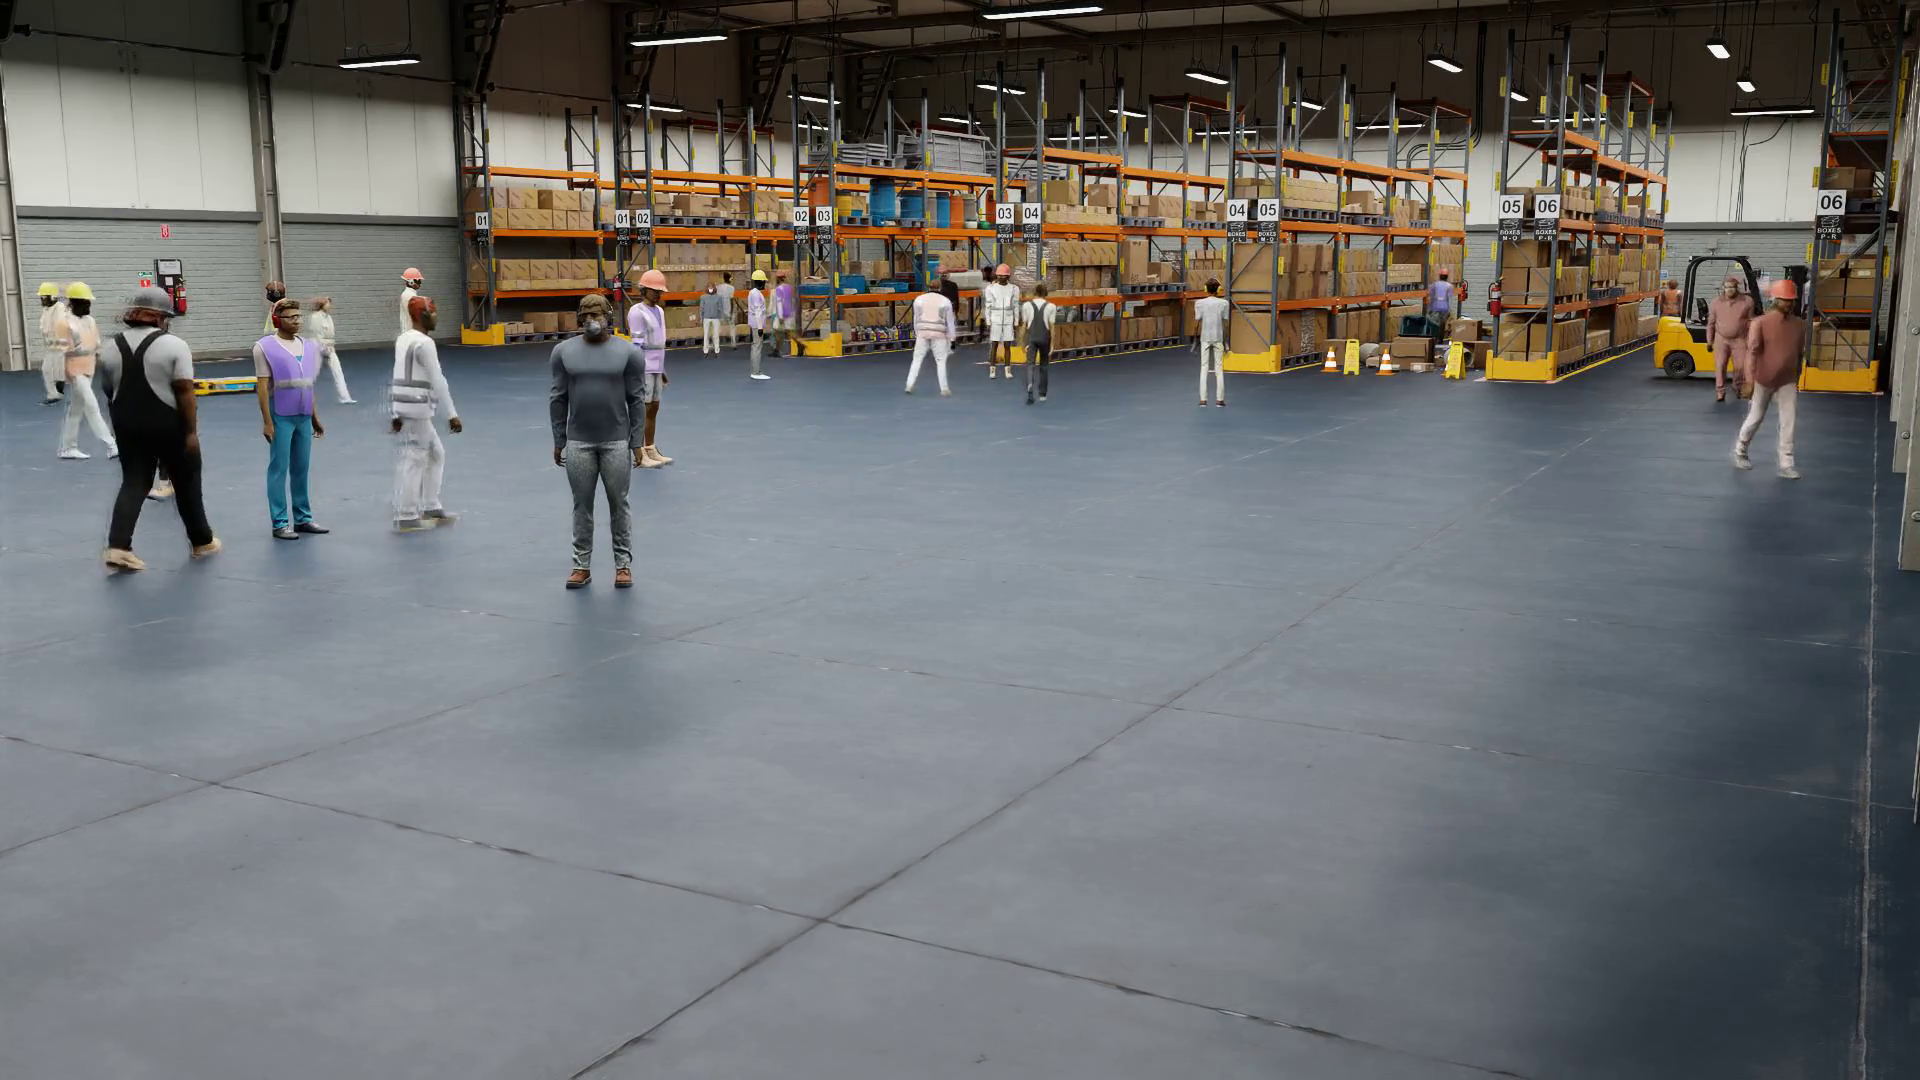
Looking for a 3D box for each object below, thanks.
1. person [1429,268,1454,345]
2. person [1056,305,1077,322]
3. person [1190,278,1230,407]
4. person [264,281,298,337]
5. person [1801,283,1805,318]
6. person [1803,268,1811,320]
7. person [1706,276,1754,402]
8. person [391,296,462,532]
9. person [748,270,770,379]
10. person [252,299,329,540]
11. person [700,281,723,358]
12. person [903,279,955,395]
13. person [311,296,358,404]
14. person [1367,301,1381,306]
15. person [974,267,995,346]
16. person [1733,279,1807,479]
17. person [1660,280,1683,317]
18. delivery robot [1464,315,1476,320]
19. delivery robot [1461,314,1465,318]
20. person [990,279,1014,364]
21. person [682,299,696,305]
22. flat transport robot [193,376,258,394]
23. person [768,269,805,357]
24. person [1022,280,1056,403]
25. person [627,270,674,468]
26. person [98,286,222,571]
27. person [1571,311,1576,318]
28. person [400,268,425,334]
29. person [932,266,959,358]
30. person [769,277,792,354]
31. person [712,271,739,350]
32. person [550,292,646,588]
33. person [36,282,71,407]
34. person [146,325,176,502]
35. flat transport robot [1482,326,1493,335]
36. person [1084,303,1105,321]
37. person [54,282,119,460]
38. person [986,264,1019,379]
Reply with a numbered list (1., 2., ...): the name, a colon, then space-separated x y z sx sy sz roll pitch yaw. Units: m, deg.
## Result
1. person: 11.322 -5.460 39.192 0.550 1.910 0.689 4 10 21
2. person: 2.738 -5.702 41.066 0.953 1.761 0.608 -7 12 -34
3. person: 3.628 -2.859 24.096 0.592 1.864 0.355 1 10 6
4. person: -9.248 -2.600 22.680 0.429 1.836 0.628 -3 10 -16
5. person: 18.697 -5.162 37.454 0.400 1.907 0.645 -8 13 -40
6. person: 21.033 -5.875 41.678 0.776 1.891 0.622 -8 13 -39
7. person: 11.513 -2.998 24.879 0.669 1.875 0.502 5 11 26
8. person: -4.236 -1.002 13.246 0.696 1.858 0.610 -7 12 -35
9. person: -3.565 -3.809 29.471 0.366 1.926 0.593 -2 10 -14
10. person: -5.202 -0.939 12.899 0.389 1.848 0.563 4 10 22
11. person: -5.346 -4.738 35.766 0.497 1.636 0.286 -1 10 -7
12. person: -0.485 -3.154 25.995 0.825 1.816 0.537 2 10 10
13. person: -9.360 -2.775 24.384 0.861 1.596 0.513 2 10 11
14. person: 10.874 -6.013 43.244 0.513 1.623 0.558 6 11 32
15. person: 0.671 -5.687 40.497 0.627 1.909 0.987 5 11 28
16. person: 8.098 -1.624 16.616 0.634 1.956 0.996 -1 10 -4
17. person: 17.151 -5.467 40.112 0.527 1.598 0.826 5 11 28
18. delivery robot: 13.857 -5.916 45.547 0.707 0.478 0.477 -2 10 -11
19. delivery robot: 13.947 -6.015 46.128 0.477 0.478 0.707 -2 10 -10
20. person: 0.886 -4.458 33.525 0.733 1.837 0.561 6 11 32
21. person: -7.002 -6.004 43.219 0.528 1.617 0.514 -8 13 -40
22. flat transport robot: -11.614 -2.471 26.479 0.652 0.197 1.431 9 13 42
23. person: -3.740 -4.862 35.728 0.797 1.906 0.549 5 11 27
24. person: 1.157 -2.915 24.535 0.519 1.826 0.787 1 10 6
25. person: -3.174 -1.761 17.176 0.404 2.033 0.608 3 10 16
26. person: -5.660 -0.821 11.646 0.699 2.000 1.027 1 10 6
27. person: 15.177 -5.753 40.855 0.546 1.927 0.385 3 10 18
28. person: -8.356 -3.159 25.467 0.386 1.992 0.624 -5 11 -26
29. person: -0.341 -4.885 35.717 0.679 1.962 0.396 -3 10 -17
30. person: -3.988 -5.039 37.200 0.542 1.733 0.575 4 10 22
31. person: -5.402 -5.241 38.148 0.511 1.839 0.820 4 11 23
32. person: -2.372 -0.647 10.928 0.631 1.940 0.372 -1 10 -3
33. person: -13.051 -2.809 23.990 0.607 1.795 0.703 8 12 38
34. person: -7.191 -1.169 14.788 0.543 1.670 0.729 2 10 12
35. flat transport robot: 14.606 -5.756 45.714 0.652 0.197 1.431 -2 10 -9
36. person: 3.273 -5.603 40.450 0.524 1.769 0.308 3 10 19
37. person: -9.239 -1.784 17.714 0.926 1.885 0.617 0 10 2
38. person: 0.757 -3.871 29.515 0.605 2.037 0.394 -1 10 -6
